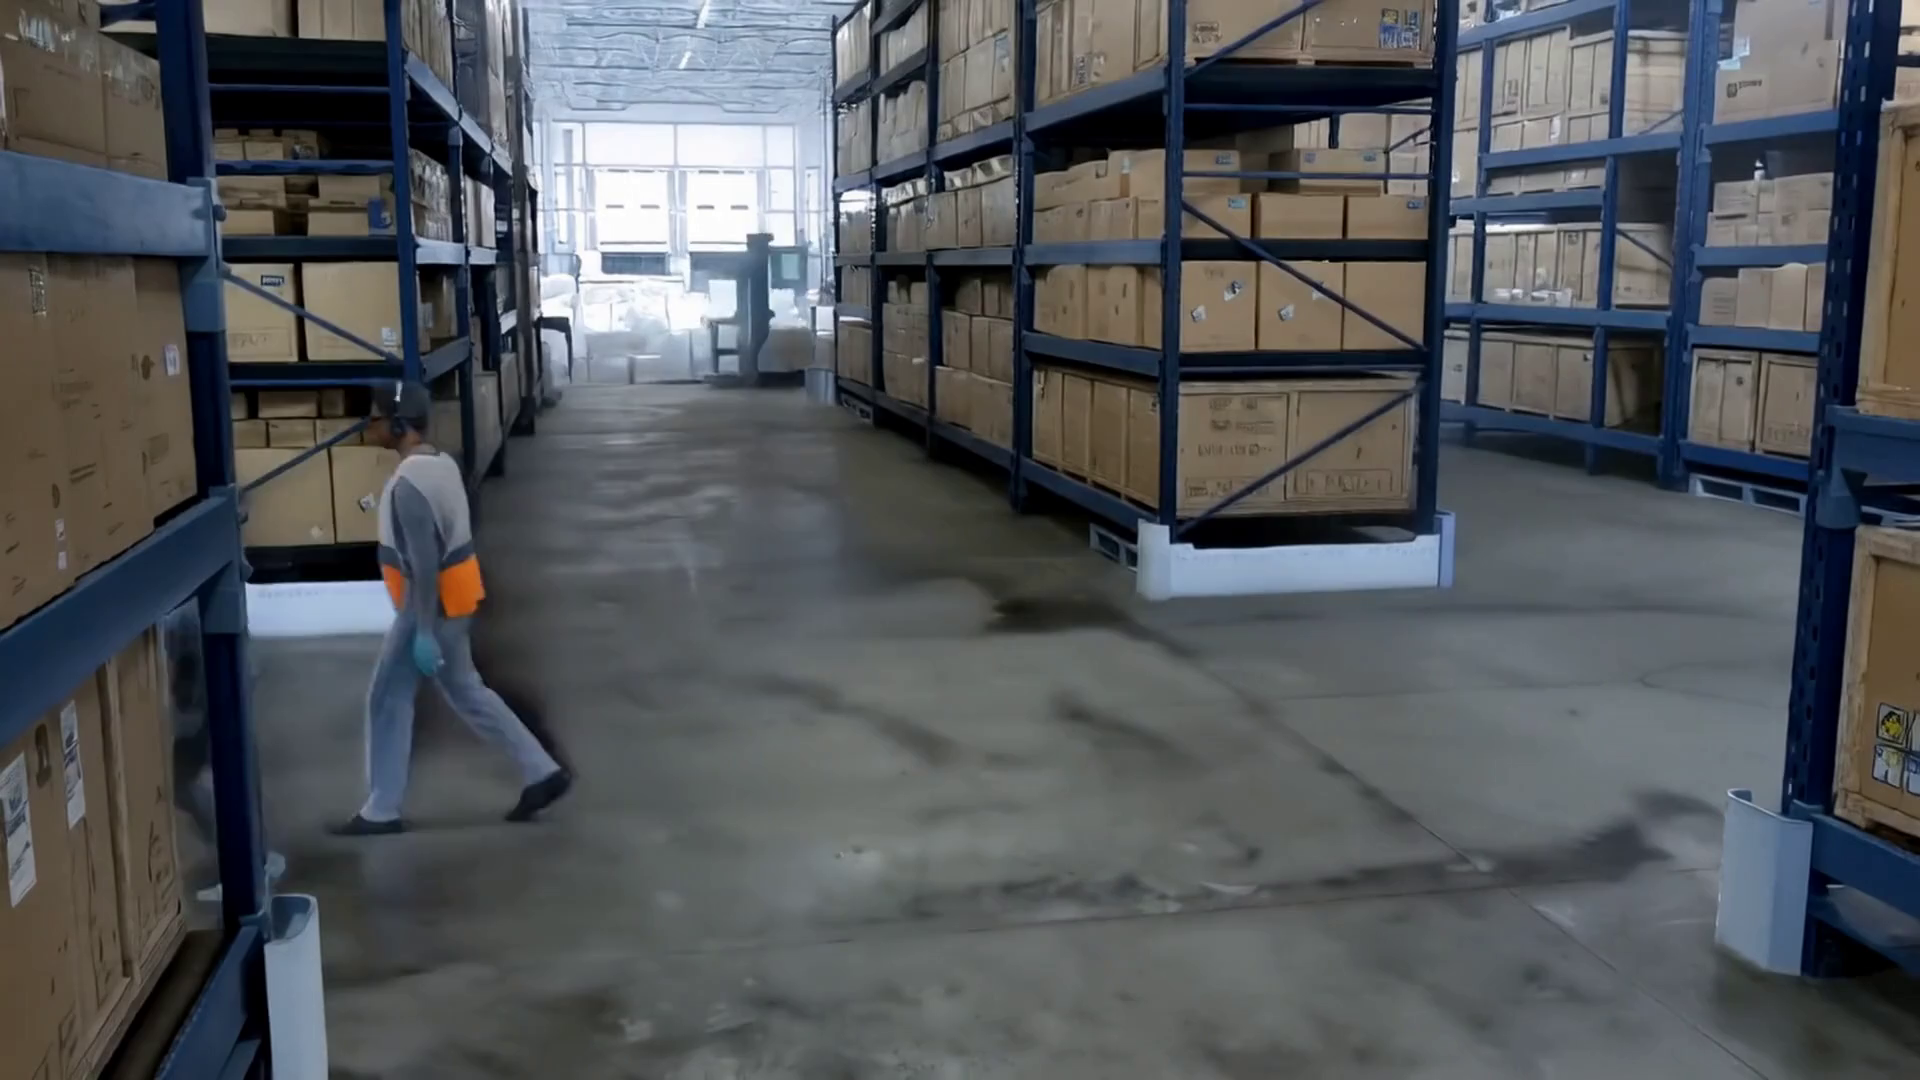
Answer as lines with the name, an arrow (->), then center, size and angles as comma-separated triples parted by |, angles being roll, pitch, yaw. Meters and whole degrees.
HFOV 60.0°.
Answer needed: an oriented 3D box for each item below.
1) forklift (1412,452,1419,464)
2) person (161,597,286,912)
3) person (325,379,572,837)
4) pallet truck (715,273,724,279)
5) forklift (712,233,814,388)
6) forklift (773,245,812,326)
forklift -> 4.092, -2.260, 18.596 | 1.873, 2.768, 1.129 | -2, 9, -9
person -> -2.567, 0.494, 5.639 | 0.360, 1.619, 0.533 | -1, 9, -7
person -> -2.004, 0.270, 6.490 | 0.901, 1.810, 0.607 | -1, 9, -5
pallet truck -> -8.580, -8.986, 62.280 | 1.885, 1.965, 0.823 | 1, 9, 5
forklift -> -3.683, -4.238, 30.657 | 1.873, 2.768, 1.129 | -2, 10, -12
forklift -> -4.787, -6.907, 46.924 | 1.129, 2.768, 1.873 | 1, 9, 5
